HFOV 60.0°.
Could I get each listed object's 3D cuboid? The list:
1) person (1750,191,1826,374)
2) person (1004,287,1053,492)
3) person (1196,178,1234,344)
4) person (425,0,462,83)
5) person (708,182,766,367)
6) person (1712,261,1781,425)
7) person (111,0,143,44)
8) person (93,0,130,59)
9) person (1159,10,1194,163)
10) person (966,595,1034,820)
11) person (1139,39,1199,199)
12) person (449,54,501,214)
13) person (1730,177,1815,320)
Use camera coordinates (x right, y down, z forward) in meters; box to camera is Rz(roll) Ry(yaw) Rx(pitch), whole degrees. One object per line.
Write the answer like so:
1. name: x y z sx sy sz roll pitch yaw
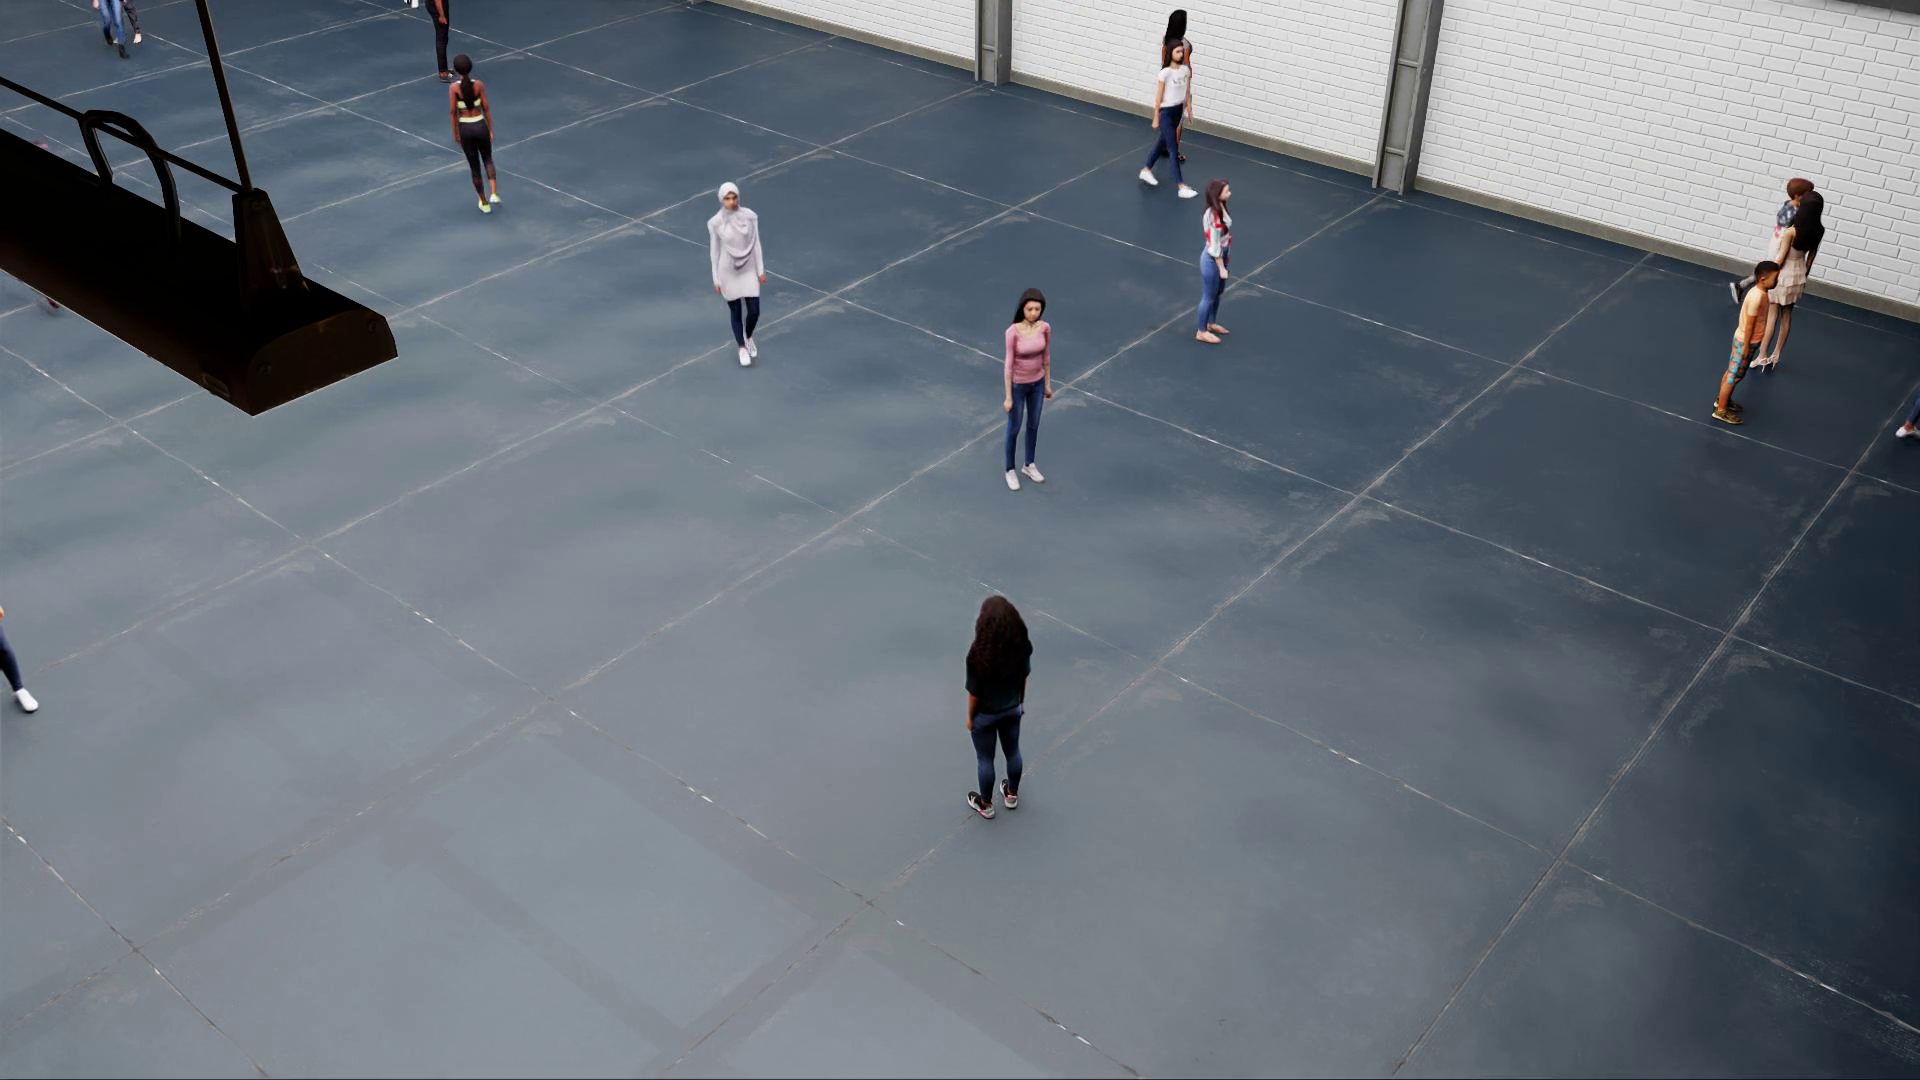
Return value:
1. person: 7.532 -2.343 15.128 0.657 1.736 0.690 -8 35 -12
2. person: 0.535 -1.247 13.474 0.644 1.741 0.633 -16 37 -22
3. person: 2.367 -2.636 15.682 0.663 1.609 0.675 12 35 17
4. person: -6.940 -7.043 22.124 0.801 1.818 0.690 -9 35 -13
5. person: -2.049 -2.469 15.287 0.756 1.769 0.792 -8 34 -12
6. person: 6.852 -1.748 14.481 0.541 1.461 0.562 16 37 22
7. person: -11.994 -7.960 23.552 0.654 1.765 0.720 -2 34 -3
8. person: -11.819 -7.507 23.012 0.690 1.608 0.851 -27 42 -34
9. person: 2.538 -5.358 19.623 0.688 1.781 0.520 -23 40 -31
10. person: 0.223 1.020 10.177 0.695 1.616 0.721 -15 36 -21
11. person: 2.310 -4.773 18.791 0.727 1.727 1.166 -25 41 -33
12. person: -5.314 -4.423 18.249 0.659 1.743 0.688 -16 37 -22
13. person: 7.920 -2.843 16.163 0.887 1.423 0.709 11 35 16
